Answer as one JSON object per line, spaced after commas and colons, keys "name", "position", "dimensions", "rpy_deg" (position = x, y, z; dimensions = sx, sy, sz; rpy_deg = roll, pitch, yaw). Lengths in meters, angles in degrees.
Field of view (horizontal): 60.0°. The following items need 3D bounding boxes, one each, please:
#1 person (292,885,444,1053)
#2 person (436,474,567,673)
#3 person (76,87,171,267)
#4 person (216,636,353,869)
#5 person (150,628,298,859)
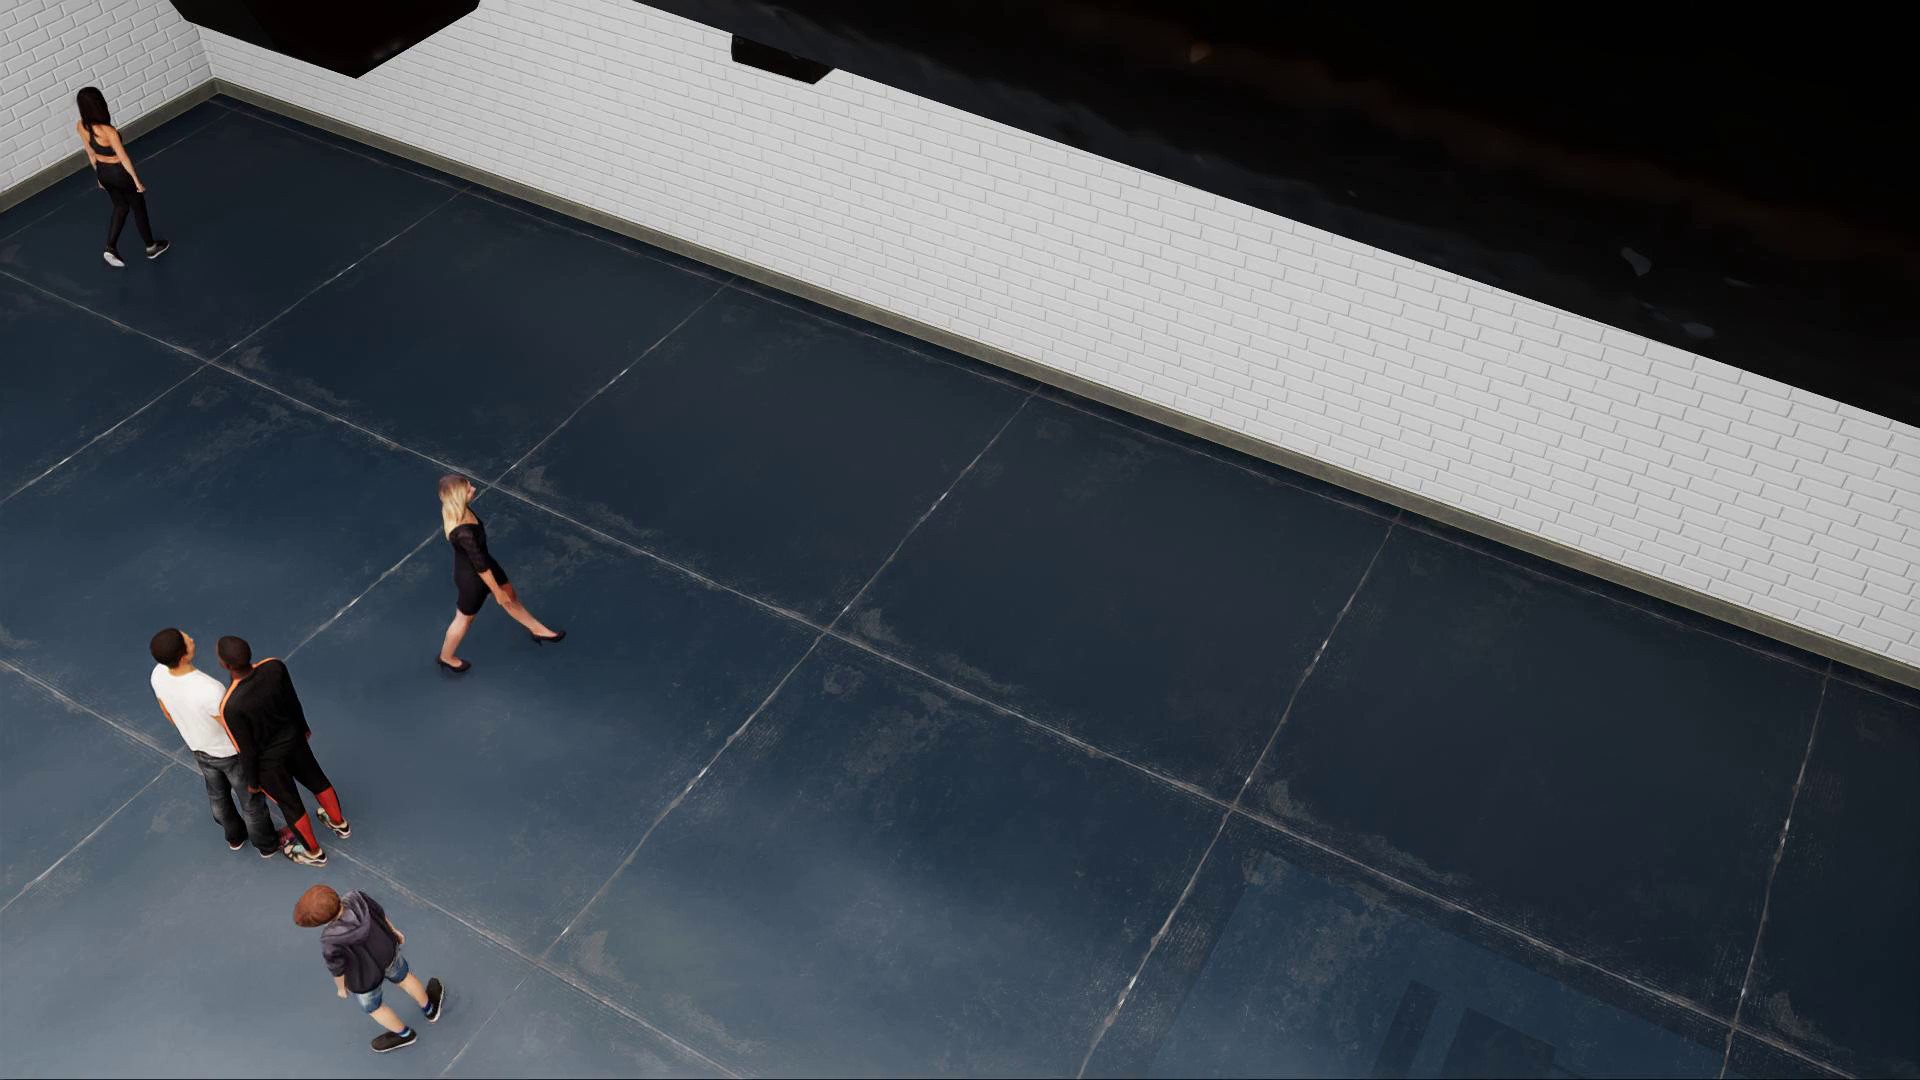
{"name": "person", "position": [-3.047, 2.189, 8.690], "dimensions": [0.786, 1.426, 0.518], "rpy_deg": [24, 48, 23]}
{"name": "person", "position": [-3.155, 0.273, 10.558], "dimensions": [1.121, 1.624, 1.000], "rpy_deg": [-15, 46, -15]}
{"name": "person", "position": [-7.142, -3.005, 13.995], "dimensions": [0.690, 1.629, 0.932], "rpy_deg": [11, 45, 12]}
{"name": "person", "position": [-3.883, 1.191, 9.462], "dimensions": [0.704, 1.807, 0.482], "rpy_deg": [18, 47, 18]}
{"name": "person", "position": [-4.257, 1.161, 9.504], "dimensions": [0.675, 1.803, 0.580], "rpy_deg": [15, 46, 15]}
